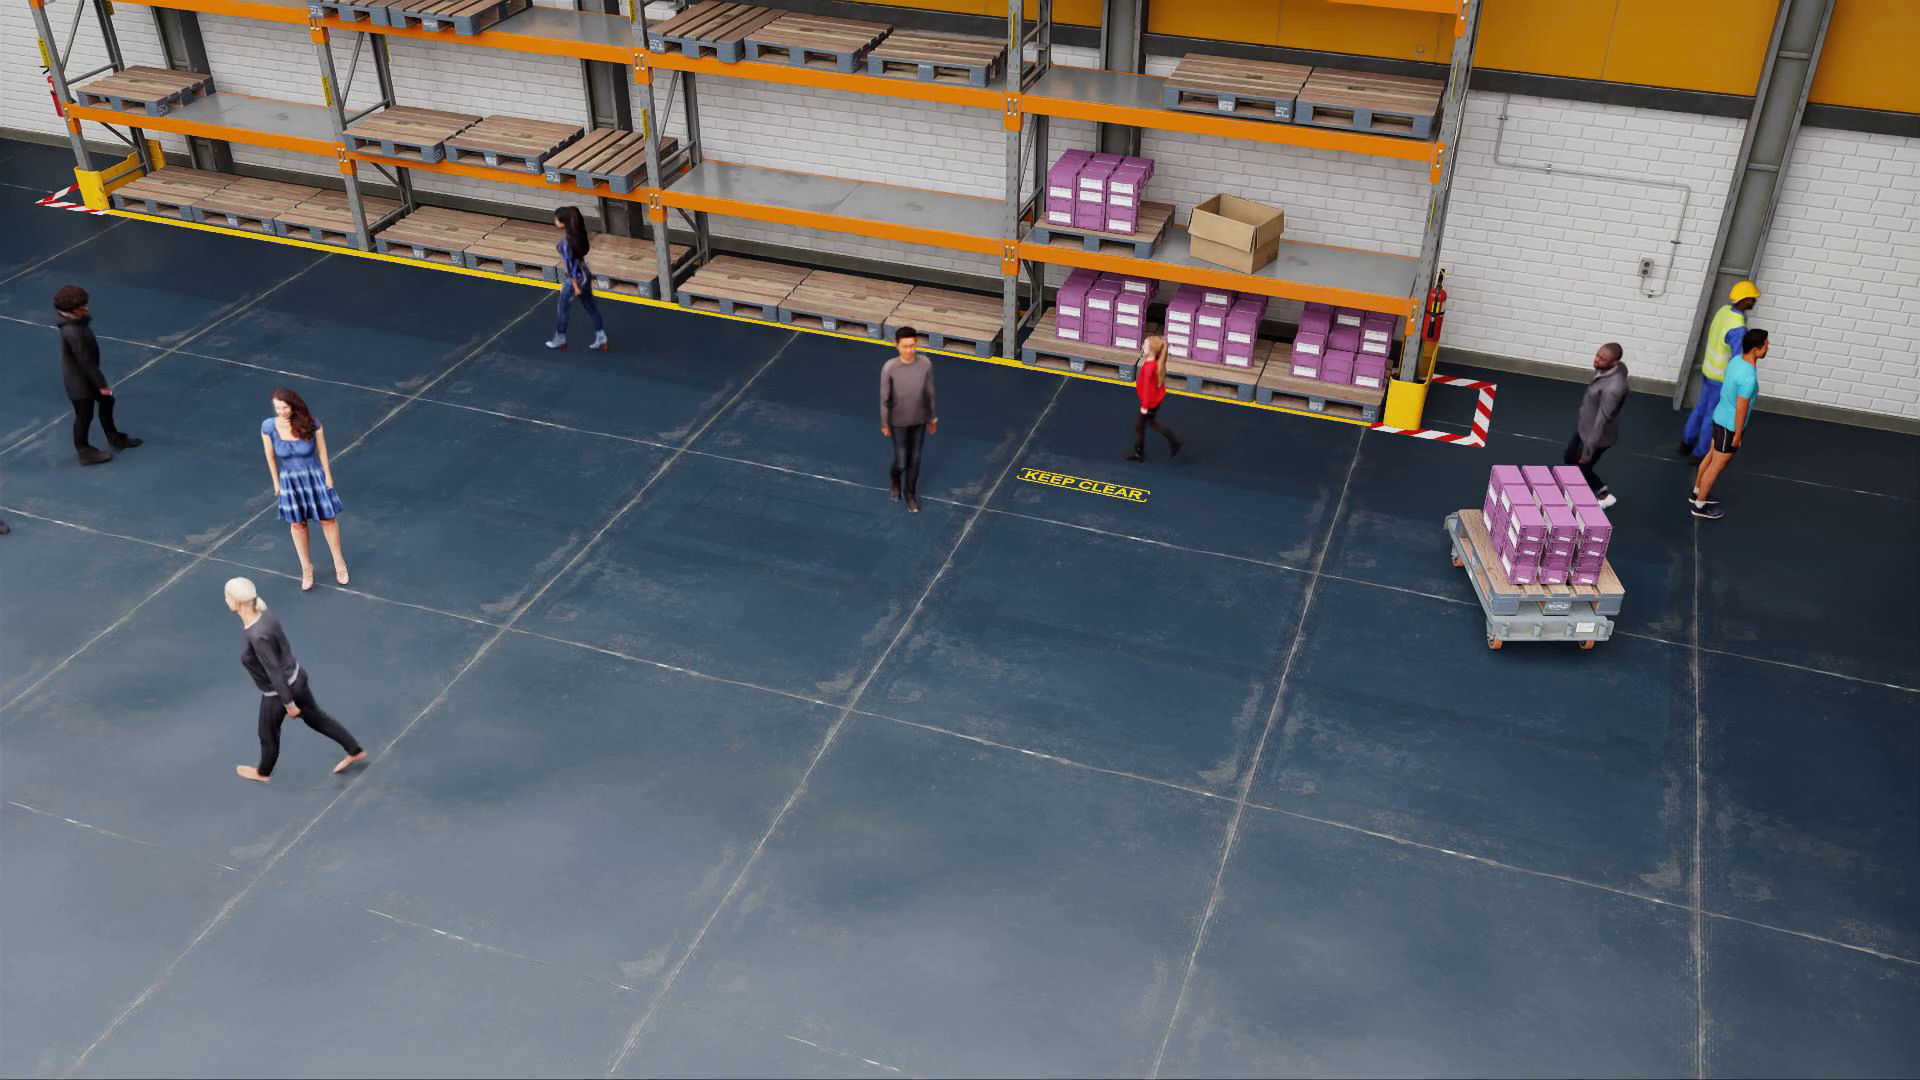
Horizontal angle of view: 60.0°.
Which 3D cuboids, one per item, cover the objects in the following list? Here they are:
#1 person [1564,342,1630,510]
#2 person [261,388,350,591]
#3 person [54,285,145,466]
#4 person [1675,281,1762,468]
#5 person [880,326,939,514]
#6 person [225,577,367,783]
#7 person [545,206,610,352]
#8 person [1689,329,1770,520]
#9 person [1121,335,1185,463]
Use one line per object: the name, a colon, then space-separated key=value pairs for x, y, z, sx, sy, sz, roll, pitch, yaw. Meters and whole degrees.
person: x=5.488 y=-0.884 z=14.144 sx=0.774 sy=1.797 sz=0.771 roll=10 pitch=35 yaw=14
person: x=-5.290 y=-0.411 z=13.426 sx=0.713 sy=1.805 sz=0.818 roll=-8 pitch=34 yaw=-12
person: x=-8.027 y=-1.465 z=15.073 sx=0.942 sy=1.736 sz=0.878 roll=-18 pitch=38 yaw=-25
person: x=6.875 y=-1.514 z=15.075 sx=0.714 sy=1.815 sz=0.754 roll=1 pitch=34 yaw=2
person: x=-0.462 y=-1.088 z=14.485 sx=0.787 sy=1.760 sz=0.855 roll=-21 pitch=39 yaw=-28
person: x=-4.569 y=0.994 z=11.435 sx=1.217 sy=1.668 sz=1.033 roll=-8 pitch=34 yaw=-12
person: x=-3.833 y=-2.647 z=16.980 sx=0.923 sy=1.594 sz=0.713 roll=6 pitch=34 yaw=9
person: x=6.637 y=-1.022 z=14.374 sx=0.573 sy=1.773 sz=0.643 roll=6 pitch=34 yaw=8
person: x=1.794 y=-1.273 z=15.207 sx=0.773 sy=1.268 sz=0.495 roll=12 pitch=35 yaw=17
